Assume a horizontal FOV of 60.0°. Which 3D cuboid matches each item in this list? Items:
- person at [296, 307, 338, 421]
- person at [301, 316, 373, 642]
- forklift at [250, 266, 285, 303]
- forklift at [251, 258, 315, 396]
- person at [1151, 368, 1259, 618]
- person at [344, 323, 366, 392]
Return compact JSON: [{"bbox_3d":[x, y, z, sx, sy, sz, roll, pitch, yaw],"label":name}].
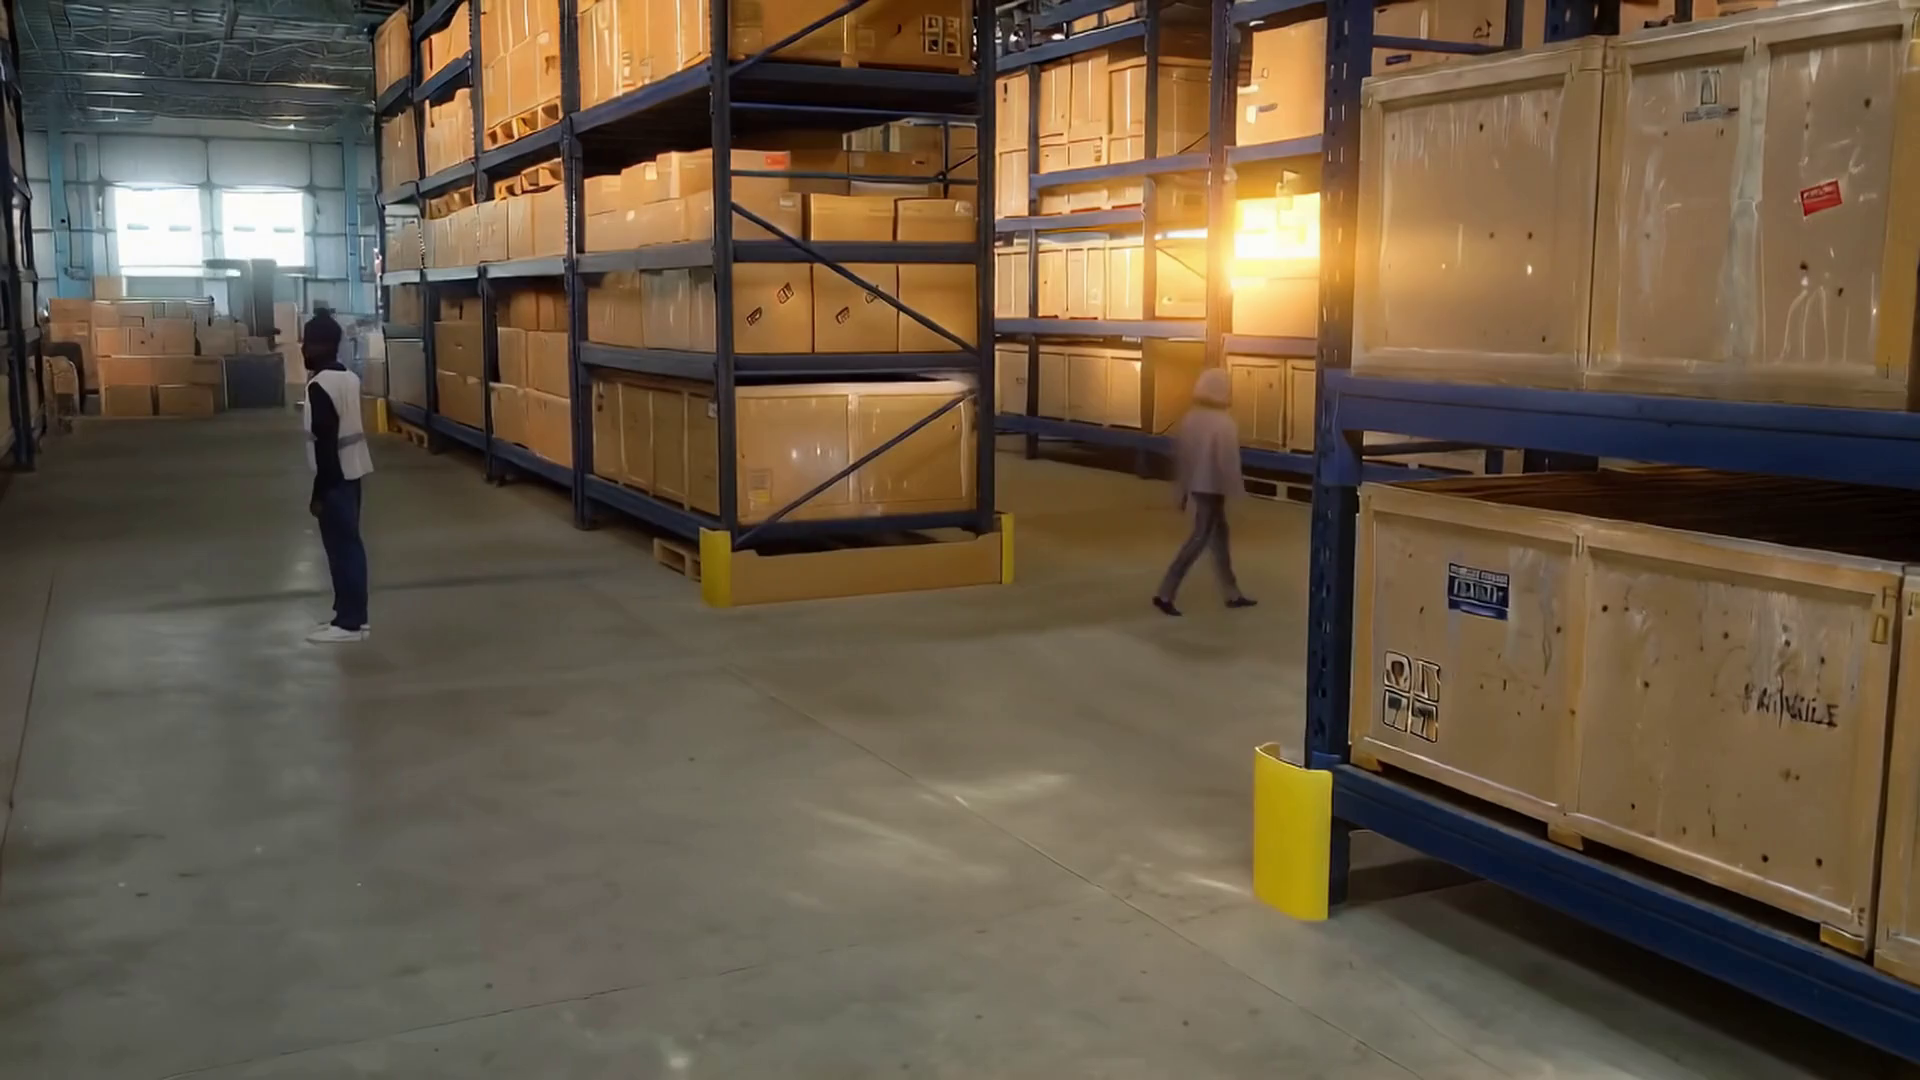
[{"bbox_3d":[-10.542,-2.933,27.734,1.009,1.893,0.647,-3,9,-18],"label":"person"},{"bbox_3d":[-3.692,-0.357,9.849,0.390,1.919,0.591,-1,8,-6],"label":"person"},{"bbox_3d":[-17.121,-5.368,41.102,1.873,2.768,1.129,5,10,30],"label":"forklift"},{"bbox_3d":[-14.019,-4.277,33.585,1.873,2.768,1.129,-4,9,-27],"label":"forklift"},{"bbox_3d":[1.569,-0.302,10.590,0.856,1.591,0.516,-4,9,-25],"label":"person"},{"bbox_3d":[-10.297,-2.904,28.432,0.674,1.617,0.523,2,8,12],"label":"person"}]
